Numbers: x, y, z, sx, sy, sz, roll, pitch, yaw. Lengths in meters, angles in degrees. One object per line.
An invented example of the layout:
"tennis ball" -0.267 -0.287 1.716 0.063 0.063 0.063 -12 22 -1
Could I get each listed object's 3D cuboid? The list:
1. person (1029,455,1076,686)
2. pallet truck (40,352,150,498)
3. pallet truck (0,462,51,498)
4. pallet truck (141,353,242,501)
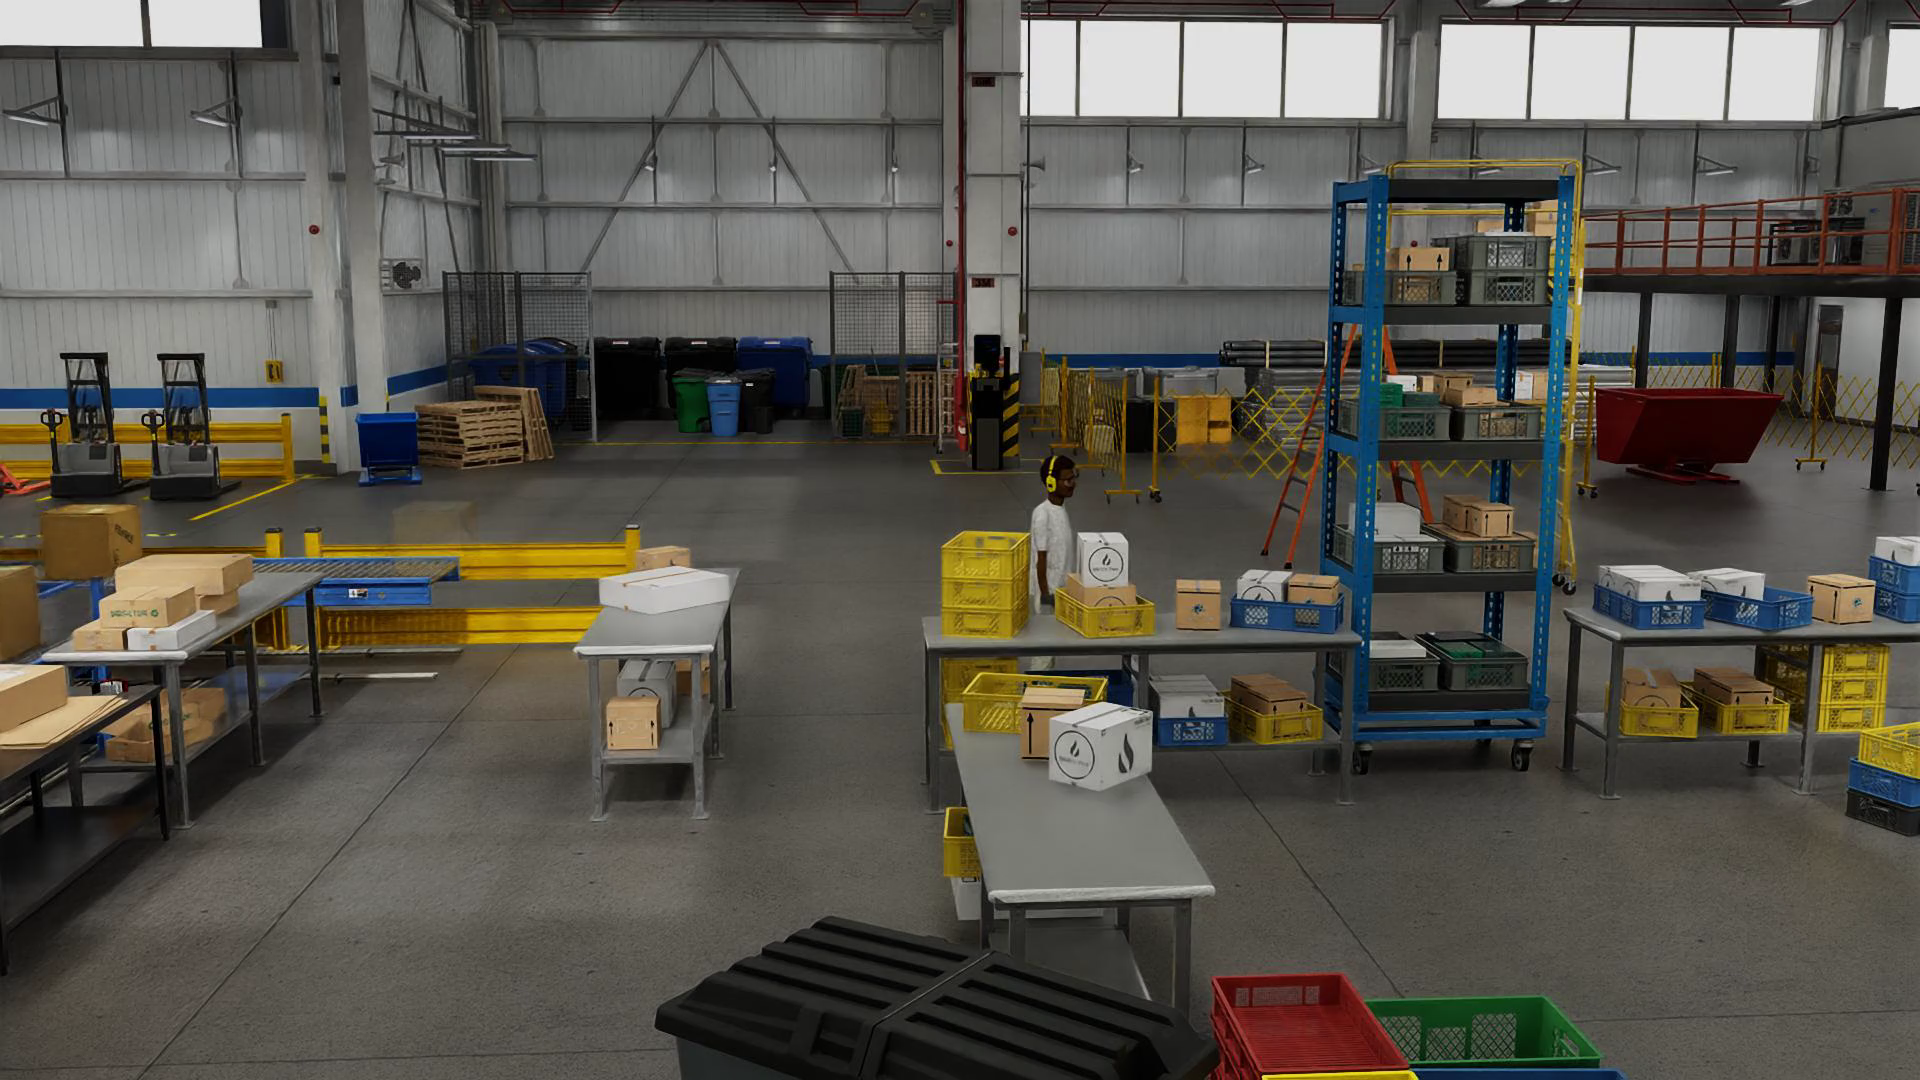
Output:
"person" 0.619 0.374 10.902 0.331 1.874 0.519 3 9 17
"pallet truck" -11.907 -1.642 23.165 0.823 1.965 1.885 0 9 0
"pallet truck" -13.193 -1.293 23.148 0.653 1.274 1.630 -1 9 -4
"pallet truck" -10.520 -1.604 22.925 0.823 1.965 1.885 -1 9 -6
